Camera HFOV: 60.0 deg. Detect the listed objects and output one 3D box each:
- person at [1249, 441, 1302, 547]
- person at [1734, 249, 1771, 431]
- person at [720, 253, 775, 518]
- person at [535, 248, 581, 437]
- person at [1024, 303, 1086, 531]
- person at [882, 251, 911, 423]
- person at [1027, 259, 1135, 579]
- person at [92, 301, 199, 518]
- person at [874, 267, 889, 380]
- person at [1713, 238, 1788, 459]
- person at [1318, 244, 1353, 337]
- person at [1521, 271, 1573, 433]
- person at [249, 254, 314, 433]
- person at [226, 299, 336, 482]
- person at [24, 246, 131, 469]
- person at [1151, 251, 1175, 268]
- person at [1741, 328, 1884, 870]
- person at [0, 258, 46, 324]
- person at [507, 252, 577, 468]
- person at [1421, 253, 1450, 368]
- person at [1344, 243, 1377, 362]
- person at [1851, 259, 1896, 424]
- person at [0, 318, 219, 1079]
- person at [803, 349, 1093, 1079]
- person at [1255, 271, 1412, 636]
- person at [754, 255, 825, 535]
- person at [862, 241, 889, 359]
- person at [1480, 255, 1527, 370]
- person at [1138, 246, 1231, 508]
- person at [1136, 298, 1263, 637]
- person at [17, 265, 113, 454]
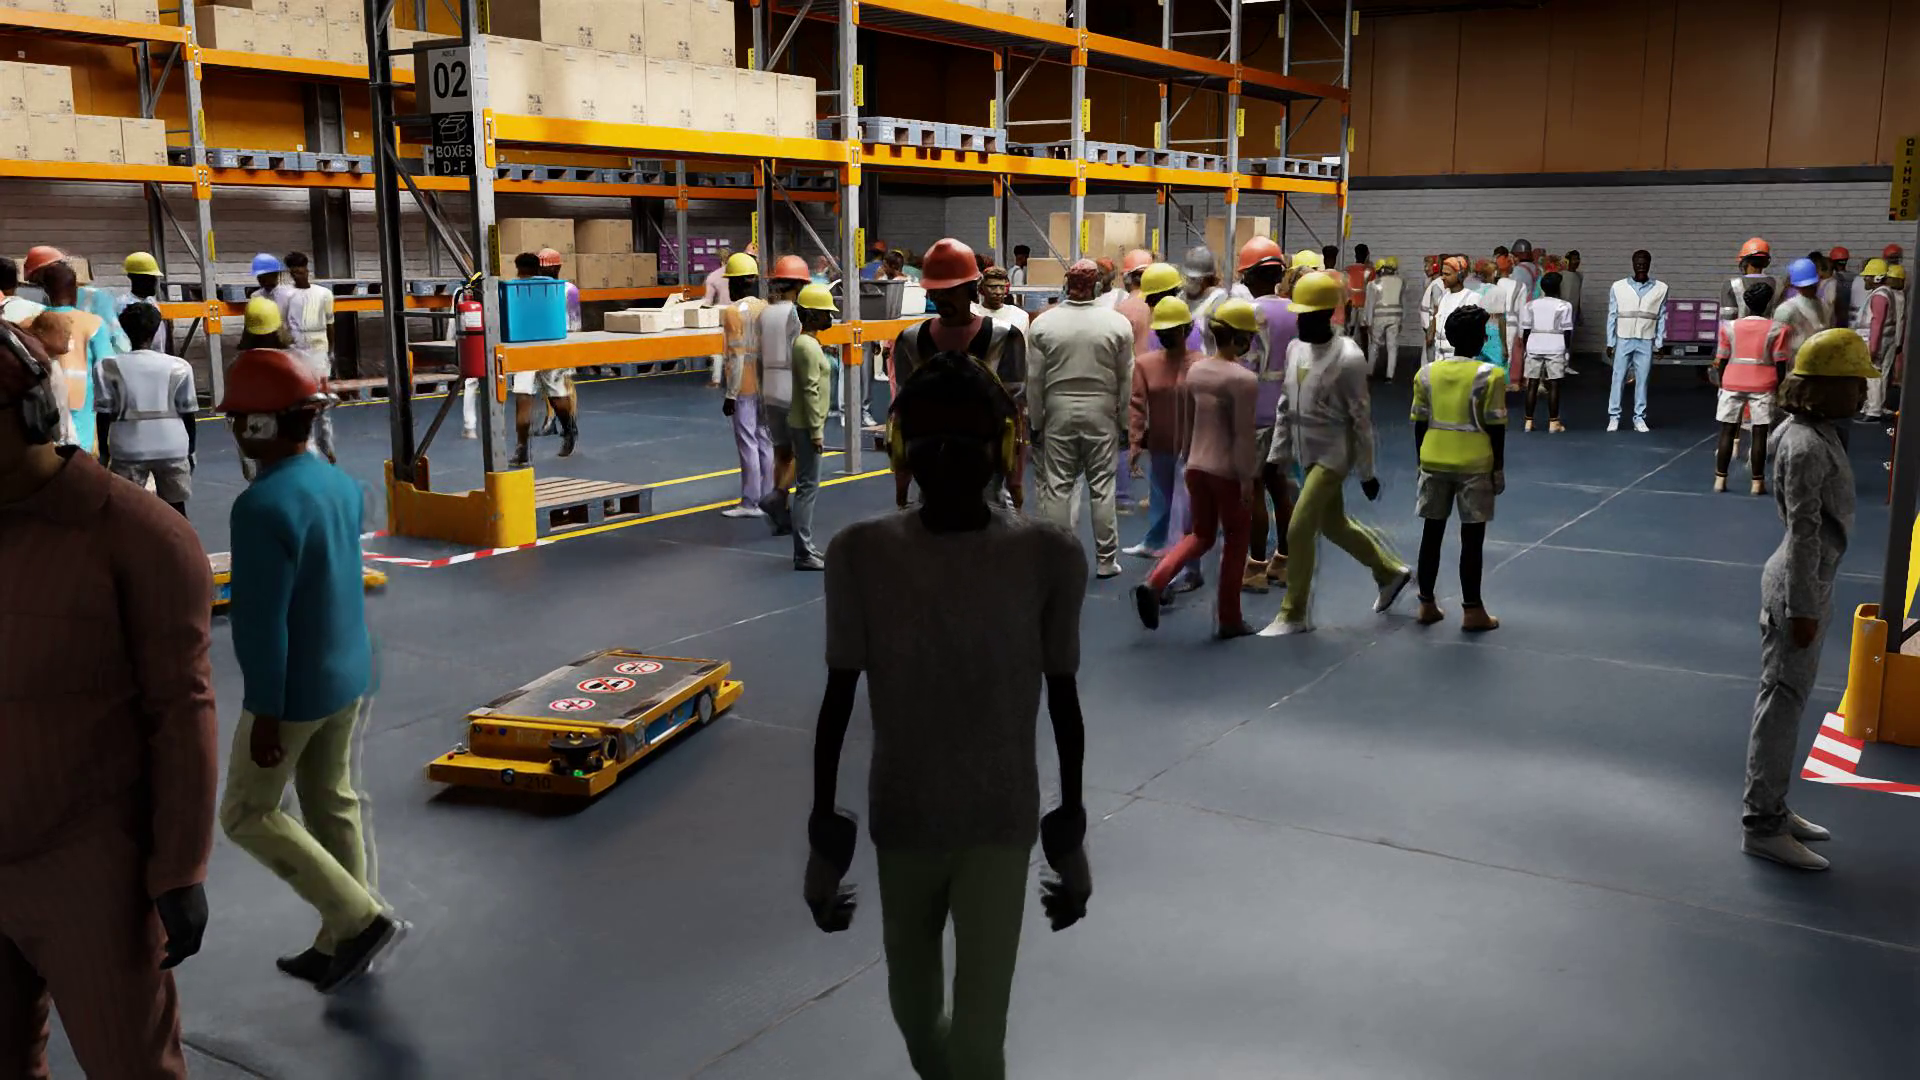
[{"bbox_3d":[2.090,-0.771,11.068,0.510,1.623,0.530,8,13,37],"label":"person"},{"bbox_3d":[8.426,-2.145,17.705,0.449,1.979,0.614,1,10,7],"label":"person"},{"bbox_3d":[-1.569,-1.123,12.169,0.375,1.925,0.595,4,11,21],"label":"person"},{"bbox_3d":[-4.168,-2.018,17.100,0.551,1.934,0.373,3,11,18],"label":"person"},{"bbox_3d":[0.632,-0.714,10.750,0.510,1.623,0.393,5,11,26],"label":"person"},{"bbox_3d":[-0.637,-2.114,17.730,0.393,1.908,0.596,4,11,21],"label":"person"},{"bbox_3d":[0.728,-0.715,9.968,0.651,1.906,0.403,1,10,7],"label":"person"},{"bbox_3d":[-4.515,-0.479,9.273,0.539,1.686,0.320,-7,13,-36],"label":"person"},{"bbox_3d":[-1.112,-3.127,24.086,0.266,1.632,0.509,-1,10,-7],"label":"person"},{"bbox_3d":[7.289,-1.764,15.401,0.615,2.041,0.392,0,10,-1],"label":"person"},{"bbox_3d":[4.783,-2.848,21.621,0.613,1.962,0.365,1,10,5],"label":"person"},{"bbox_3d":[6.173,-1.973,17.518,0.536,1.695,0.321,8,13,39],"label":"person"},{"bbox_3d":[-6.333,-1.683,15.392,0.604,1.886,1.015,2,10,13],"label":"person"},{"bbox_3d":[-3.754,-0.472,9.192,0.526,1.689,0.782,-2,10,-9],"label":"person"},{"bbox_3d":[-6.497,-1.166,12.276,0.705,1.976,0.740,3,11,16],"label":"person"},{"bbox_3d":[3.188,-3.763,26.808,0.622,1.932,0.367,-2,10,-13],"label":"person"},{"bbox_3d":[2.782,0.183,5.440,0.300,1.743,0.493,6,12,28],"label":"person"},{"bbox_3d":[-6.779,-1.067,11.939,0.620,1.892,0.802,-5,11,-25],"label":"person"},{"bbox_3d":[-3.800,-1.649,15.097,0.616,1.930,0.973,2,11,13],"label":"person"},{"bbox_3d":[6.644,-3.048,23.097,0.507,1.840,0.342,-3,11,-18],"label":"person"},{"bbox_3d":[6.461,-3.808,26.936,0.603,1.967,0.367,6,12,30],"label":"person"},{"bbox_3d":[10.093,-2.188,18.371,0.404,1.820,0.601,6,12,28],"label":"person"},{"bbox_3d":[-1.625,0.563,2.901,0.639,1.902,0.407,1,10,3],"label":"person"},{"bbox_3d":[-0.015,0.540,3.220,0.539,1.845,0.882,1,10,6],"label":"person"},{"bbox_3d":[1.982,-0.442,8.601,0.954,1.886,0.608,-3,11,-18],"label":"person"},{"bbox_3d":[-1.178,-0.972,11.363,0.564,1.915,0.543,9,13,40],"label":"person"},{"bbox_3d":[-1.329,-4.104,28.503,0.627,1.986,1.040,9,13,40],"label":"person"},{"bbox_3d":[6.518,-2.500,20.062,0.571,1.852,0.927,4,11,23],"label":"person"},{"bbox_3d":[1.849,-1.264,12.632,0.933,2.000,0.695,-7,13,-35],"label":"person"},{"bbox_3d":[1.238,-0.339,8.357,0.638,1.745,0.549,-6,12,-30],"label":"person"},{"bbox_3d":[-5.865,-0.866,10.940,0.583,1.869,1.050,1,10,6],"label":"person"}]
